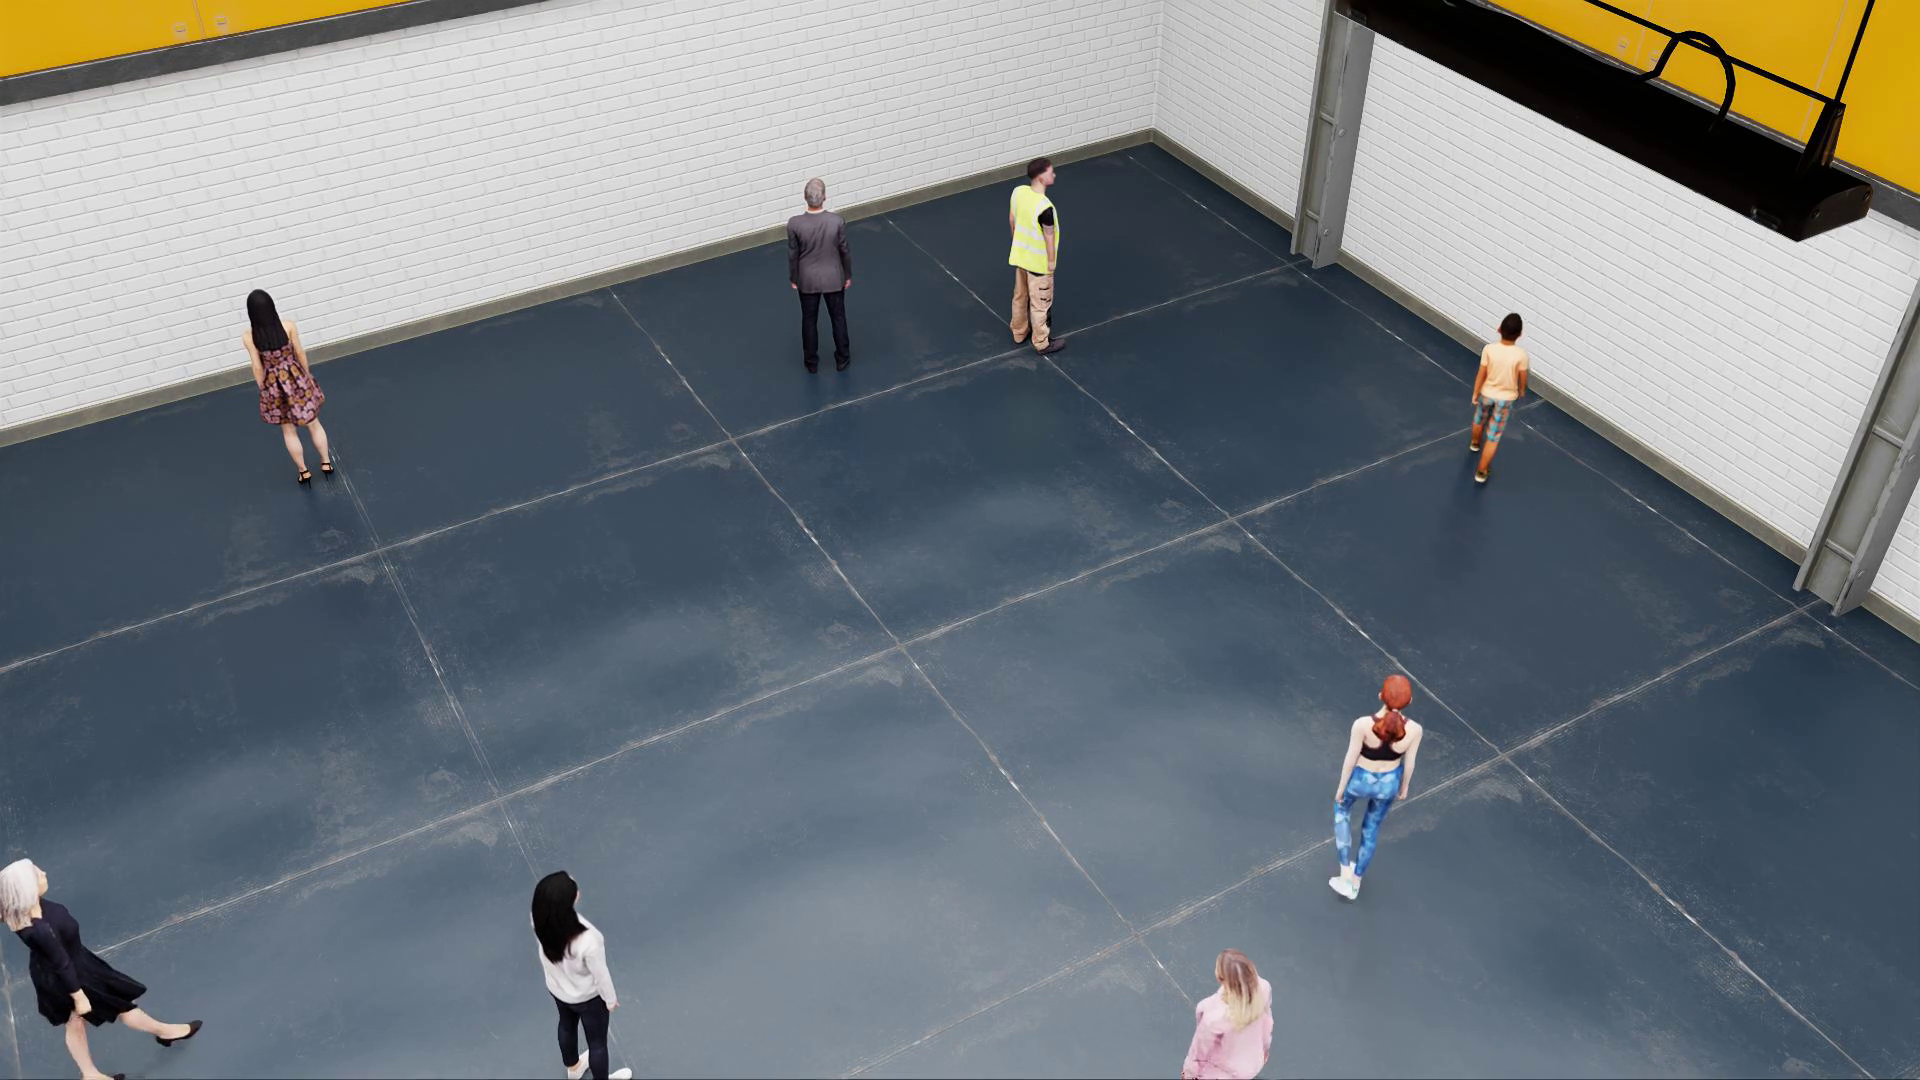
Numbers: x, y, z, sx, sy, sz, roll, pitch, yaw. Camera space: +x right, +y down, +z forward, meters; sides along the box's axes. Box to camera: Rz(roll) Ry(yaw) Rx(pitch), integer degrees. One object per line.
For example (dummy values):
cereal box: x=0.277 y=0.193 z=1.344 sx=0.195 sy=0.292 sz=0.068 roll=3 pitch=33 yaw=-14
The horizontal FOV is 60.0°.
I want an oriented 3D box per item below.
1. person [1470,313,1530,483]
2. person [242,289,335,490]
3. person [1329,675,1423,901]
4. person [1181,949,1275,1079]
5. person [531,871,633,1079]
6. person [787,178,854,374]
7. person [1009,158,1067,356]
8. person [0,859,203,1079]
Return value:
person: x=4.288 y=-1.111 z=13.280 sx=0.895 sy=1.434 sz=0.863 roll=18 pitch=42 yaw=21
person: x=-5.305 y=-1.191 z=13.108 sx=0.655 sy=1.773 sz=0.657 roll=-22 pitch=43 yaw=-25
person: x=2.408 y=1.518 z=9.713 sx=0.738 sy=1.776 sz=0.802 roll=4 pitch=39 yaw=5
person: x=1.402 y=2.687 z=8.331 sx=0.646 sy=1.674 sz=0.667 roll=-24 pitch=44 yaw=-27
person: x=-2.029 y=2.341 z=8.743 sx=0.634 sy=1.700 sz=0.746 roll=21 pitch=43 yaw=24
person: x=-1.208 y=-2.289 z=14.428 sx=0.791 sy=1.842 sz=0.754 roll=-4 pitch=39 yaw=-5
person: x=0.673 y=-2.519 z=14.714 sx=0.800 sy=1.845 sz=0.676 roll=-26 pitch=46 yaw=-29
person: x=-4.727 y=2.347 z=8.710 sx=0.935 sy=1.732 sz=0.869 roll=28 pitch=46 yaw=30
